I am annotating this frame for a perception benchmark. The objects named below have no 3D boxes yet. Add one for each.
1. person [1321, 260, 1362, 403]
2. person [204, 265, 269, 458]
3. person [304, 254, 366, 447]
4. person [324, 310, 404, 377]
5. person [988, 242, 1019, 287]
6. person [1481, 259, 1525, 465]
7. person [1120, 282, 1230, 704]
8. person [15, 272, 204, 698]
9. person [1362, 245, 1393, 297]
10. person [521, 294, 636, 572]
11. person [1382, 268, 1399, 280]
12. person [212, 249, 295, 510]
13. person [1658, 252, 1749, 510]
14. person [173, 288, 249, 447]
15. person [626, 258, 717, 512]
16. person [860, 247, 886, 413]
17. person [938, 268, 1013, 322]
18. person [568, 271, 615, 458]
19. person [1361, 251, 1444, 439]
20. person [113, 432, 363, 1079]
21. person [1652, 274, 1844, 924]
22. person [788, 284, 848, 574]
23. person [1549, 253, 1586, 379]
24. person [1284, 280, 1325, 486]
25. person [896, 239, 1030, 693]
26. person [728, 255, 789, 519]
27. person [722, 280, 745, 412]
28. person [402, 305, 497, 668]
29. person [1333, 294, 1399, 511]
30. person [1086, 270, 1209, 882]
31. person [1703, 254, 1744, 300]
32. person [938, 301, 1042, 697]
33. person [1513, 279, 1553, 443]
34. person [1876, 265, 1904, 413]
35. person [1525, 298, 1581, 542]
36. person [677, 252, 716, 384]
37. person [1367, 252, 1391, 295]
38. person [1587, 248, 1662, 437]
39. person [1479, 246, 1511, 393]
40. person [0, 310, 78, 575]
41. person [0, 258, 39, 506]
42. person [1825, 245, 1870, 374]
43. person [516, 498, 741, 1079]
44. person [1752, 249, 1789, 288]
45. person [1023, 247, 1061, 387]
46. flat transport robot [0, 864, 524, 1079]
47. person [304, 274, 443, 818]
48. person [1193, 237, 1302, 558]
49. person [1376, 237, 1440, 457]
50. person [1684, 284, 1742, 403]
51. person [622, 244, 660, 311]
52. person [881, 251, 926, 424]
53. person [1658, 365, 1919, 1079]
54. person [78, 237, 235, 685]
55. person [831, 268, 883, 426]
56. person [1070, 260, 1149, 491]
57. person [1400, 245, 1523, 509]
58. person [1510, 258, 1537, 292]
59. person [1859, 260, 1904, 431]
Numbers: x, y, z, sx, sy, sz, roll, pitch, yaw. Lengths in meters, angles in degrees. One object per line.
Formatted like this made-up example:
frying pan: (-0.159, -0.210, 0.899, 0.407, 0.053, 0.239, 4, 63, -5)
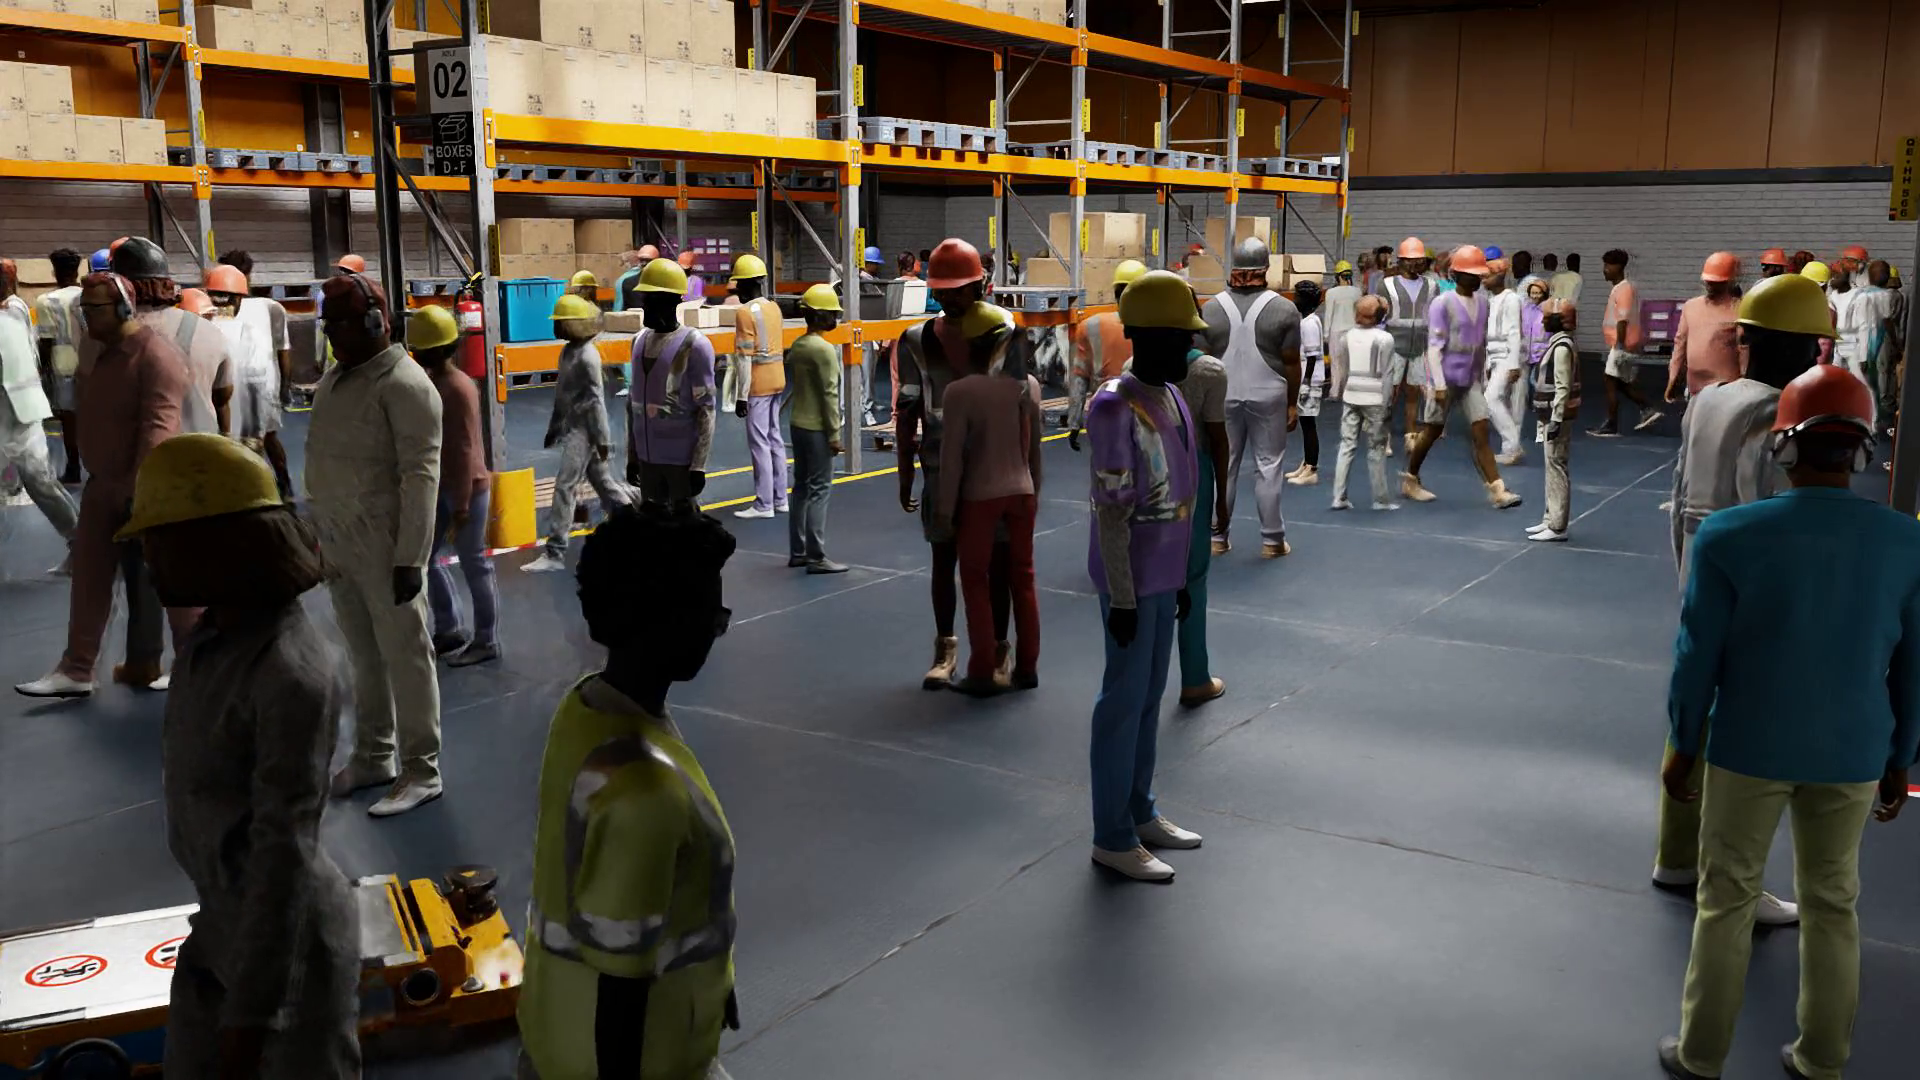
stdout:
person: (4.759, -2.592, 20.756, 0.525, 1.769, 0.309, -4, 11, -21)
person: (-4.483, -0.732, 10.169, 0.541, 1.879, 1.033, -2, 10, -12)
person: (-5.942, -1.786, 15.960, 0.726, 1.887, 0.418, -6, 12, -31)
person: (-3.054, -0.370, 8.696, 0.553, 1.669, 0.506, 0, 10, 1)
person: (0.575, -3.307, 23.952, 0.536, 2.000, 0.672, 2, 10, 12)
person: (4.894, -1.597, 15.006, 0.472, 1.857, 0.602, 0, 10, -3)
person: (0.938, -0.199, 7.288, 0.515, 1.841, 0.341, 6, 12, 31)
person: (-3.722, -0.216, 7.270, 0.652, 1.876, 0.830, 5, 12, 27)
person: (6.421, -3.517, 25.346, 0.633, 1.948, 0.529, 0, 10, 0)
person: (-2.303, -0.679, 10.332, 0.893, 1.700, 0.494, -5, 11, -27)
person: (5.997, -2.959, 23.182, 0.306, 1.627, 0.533, 4, 11, 20)
person: (-5.170, -1.113, 12.027, 0.429, 1.959, 0.641, 8, 13, 37)
person: (5.748, -1.198, 12.596, 0.972, 1.952, 0.601, -4, 11, -21)
person: (-4.566, -0.627, 9.927, 0.498, 1.734, 0.580, 2, 10, 13)
person: (-1.471, -0.441, 8.379, 0.587, 1.930, 0.355, 8, 13, 37)
person: (-1.071, -2.465, 19.552, 0.408, 1.942, 0.615, 5, 11, 25)
person: (0.106, -1.055, 12.055, 0.562, 1.835, 0.387, -2, 10, -9)
person: (-3.471, -1.615, 15.410, 0.487, 1.741, 0.312, 5, 12, 27)
person: (4.622, -2.069, 17.096, 0.699, 2.000, 1.035, -5, 11, -27)
person: (-1.179, 0.681, 2.767, 0.536, 1.709, 0.588, 10, 14, 44)
person: (2.368, 0.174, 4.989, 0.385, 1.922, 0.594, -1, 10, -7)
person: (-0.864, -0.676, 10.164, 0.340, 1.760, 0.528, -6, 12, -30)
person: (8.621, -3.200, 23.914, 1.013, 1.858, 0.605, -7, 12, -34)
person: (2.856, -1.297, 13.768, 0.317, 1.695, 0.540, 2, 10, 9)
person: (0.004, -0.320, 7.453, 0.612, 2.029, 0.409, 2, 10, 11)
person: (-1.491, -1.114, 12.159, 0.410, 1.917, 0.584, 3, 11, 17)
person: (-2.637, -2.305, 19.565, 0.322, 1.619, 0.511, -8, 13, -37)
person: (-2.375, -0.230, 7.770, 0.537, 1.724, 0.489, 9, 14, 42)
person: (3.049, -1.022, 12.456, 0.366, 1.647, 0.516, -7, 13, -36)
person: (0.603, 0.107, 5.349, 0.363, 1.928, 0.587, 5, 11, 24)
person: (9.232, -2.536, 20.201, 0.329, 1.861, 0.504, -10, 14, -43)
person: (0.130, -0.186, 7.468, 0.535, 1.755, 0.372, -7, 12, -32)
person: (5.756, -1.795, 16.695, 0.510, 1.639, 0.308, 7, 12, 35)
person: (10.773, -2.330, 19.403, 0.487, 1.737, 0.336, -7, 12, -33)
person: (4.013, -0.807, 11.219, 0.308, 1.636, 0.524, 3, 11, 17)
person: (-3.664, -2.948, 22.455, 0.619, 1.879, 0.921, 7, 13, 36)
person: (6.321, -3.413, 25.131, 0.356, 1.838, 0.500, -4, 11, -23)
person: (6.864, -2.020, 17.101, 0.621, 1.938, 0.651, 4, 11, 20)
person: (6.810, -2.785, 21.319, 0.404, 1.945, 0.616, -1, 10, -7)
person: (-5.682, -0.685, 9.948, 0.859, 1.862, 0.611, -2, 10, -9)
person: (-7.267, -1.208, 12.760, 0.348, 1.882, 0.584, -7, 12, -35)
person: (9.570, -2.199, 18.011, 0.710, 1.972, 0.618, -3, 11, -19)
person: (-0.539, 0.757, 2.506, 0.801, 1.656, 0.521, -5, 11, -24)
person: (8.940, -2.260, 18.479, 0.389, 1.929, 0.548, 4, 11, 21)
person: (1.159, -3.038, 22.767, 0.646, 1.925, 0.551, 4, 11, 23)
flat transport robot: (-1.880, 1.128, 4.284, 1.431, 0.197, 0.652, -5, 11, -25)
person: (-2.099, 0.019, 5.907, 0.642, 1.906, 0.410, 9, 13, 39)
person: (1.857, -0.905, 10.647, 0.684, 2.000, 0.538, 4, 11, 22)
person: (4.173, -1.786, 15.521, 0.605, 2.045, 0.377, -1, 10, -6)
person: (6.085, -1.213, 13.328, 0.536, 1.693, 0.319, 4, 11, 22)
person: (-3.533, -2.366, 18.940, 0.609, 1.968, 0.478, -1, 10, -3)
person: (-0.561, -2.125, 17.794, 0.593, 1.907, 0.414, -7, 12, -34)
person: (1.945, 0.464, 3.894, 0.572, 1.740, 0.351, 1, 10, 5)
person: (-3.720, -0.366, 7.661, 0.539, 2.000, 0.689, 7, 12, 34)
person: (-1.142, -2.199, 18.200, 0.595, 1.908, 0.392, -2, 10, -8)
person: (0.982, -0.727, 10.065, 0.621, 1.893, 0.500, 1, 10, 5)
person: (3.796, -1.226, 12.592, 0.633, 1.980, 1.047, -6, 12, -29)
person: (8.123, -3.231, 24.109, 0.403, 1.833, 0.586, -1, 10, -8)
person: (9.587, -2.002, 17.373, 0.882, 1.807, 0.504, 0, 10, -2)
